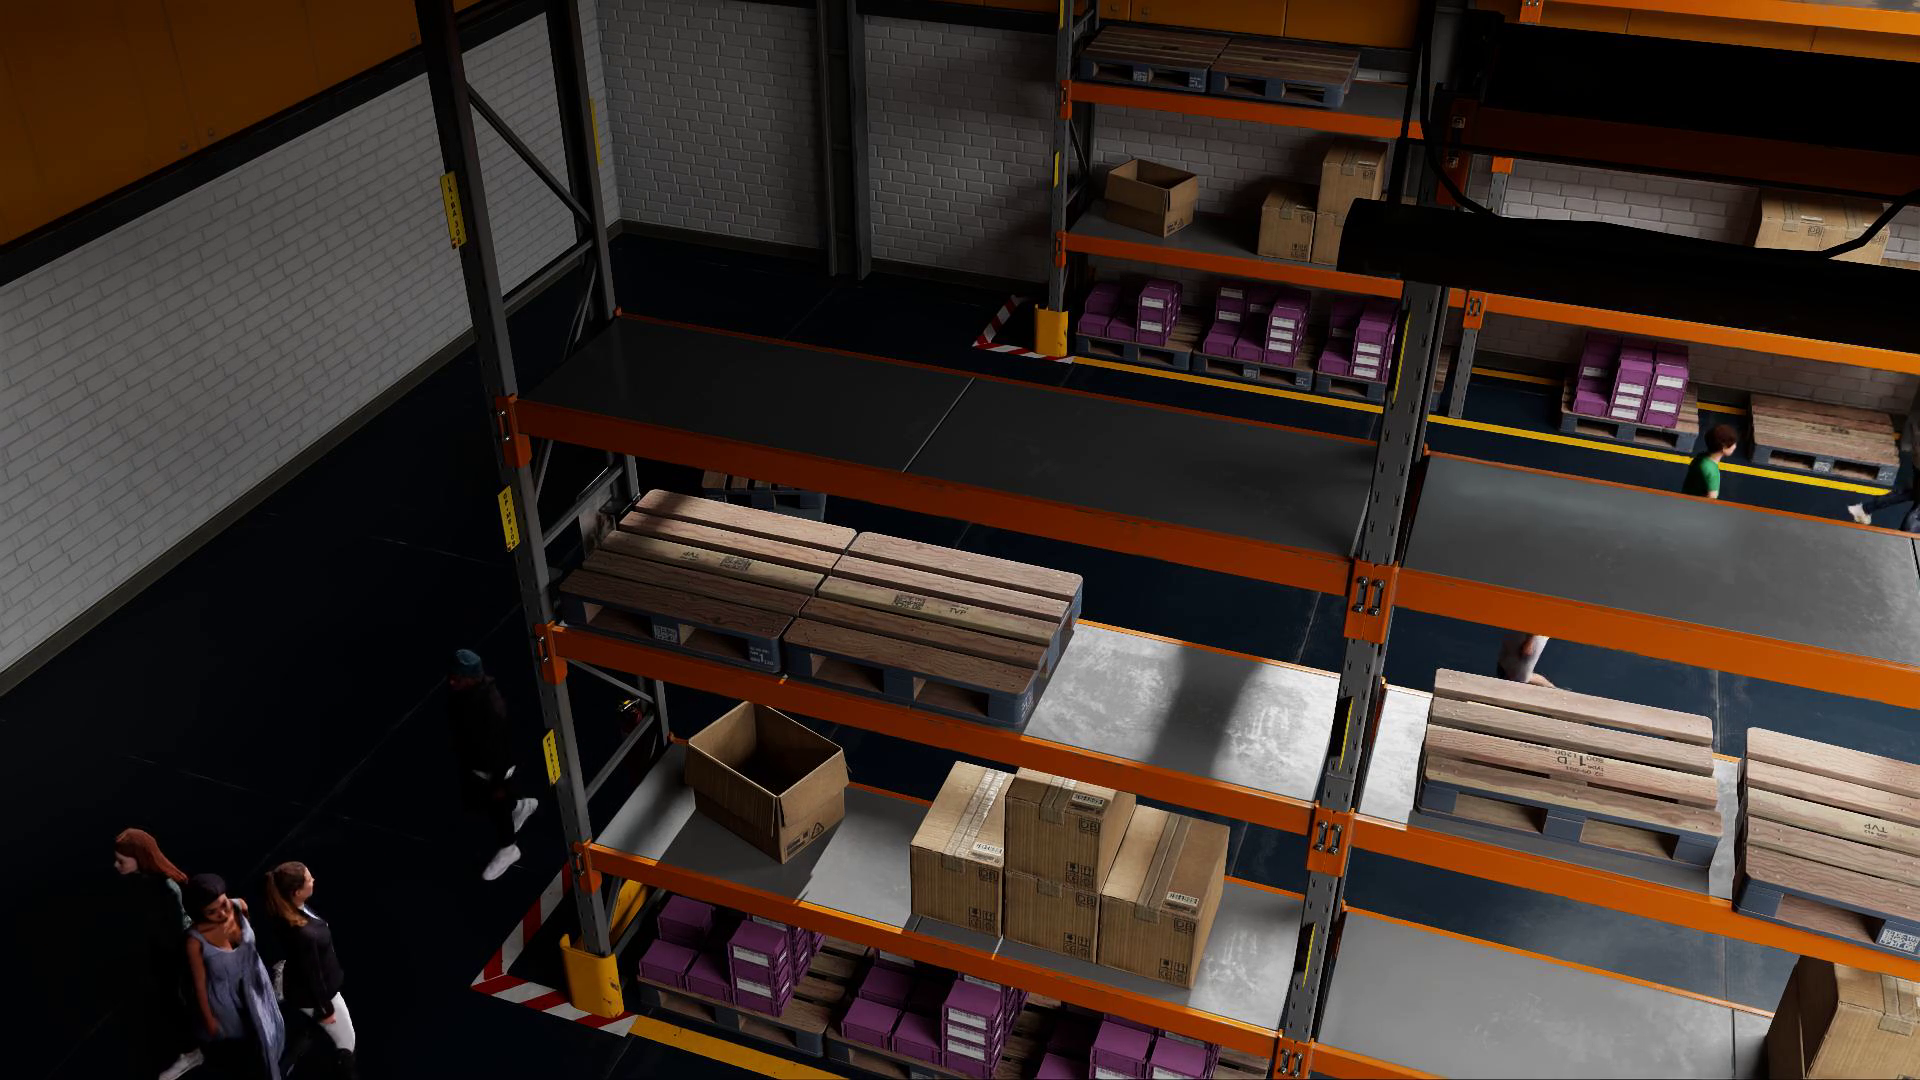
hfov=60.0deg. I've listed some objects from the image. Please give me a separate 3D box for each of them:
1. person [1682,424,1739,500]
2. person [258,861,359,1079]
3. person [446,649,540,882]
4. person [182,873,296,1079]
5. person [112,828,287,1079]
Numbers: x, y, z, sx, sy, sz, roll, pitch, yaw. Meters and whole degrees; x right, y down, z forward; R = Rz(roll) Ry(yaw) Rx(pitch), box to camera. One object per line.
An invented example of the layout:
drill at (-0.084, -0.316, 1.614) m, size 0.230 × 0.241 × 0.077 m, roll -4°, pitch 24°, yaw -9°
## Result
person at (5.546, -0.145, 12.848) m, size 1.160 × 1.602 × 0.647 m, roll 14°, pitch 36°, yaw 21°
person at (-3.520, 2.417, 8.885) m, size 0.958 × 1.722 × 0.927 m, roll -16°, pitch 37°, yaw -22°
person at (-2.884, 1.358, 10.414) m, size 0.843 × 1.793 × 0.859 m, roll 25°, pitch 41°, yaw 33°
person at (-3.989, 2.378, 9.013) m, size 1.201 × 1.646 × 0.806 m, roll 21°, pitch 39°, yaw 29°
person at (-4.227, 2.203, 9.214) m, size 1.112 × 1.715 × 0.912 m, roll 23°, pitch 40°, yaw 31°
